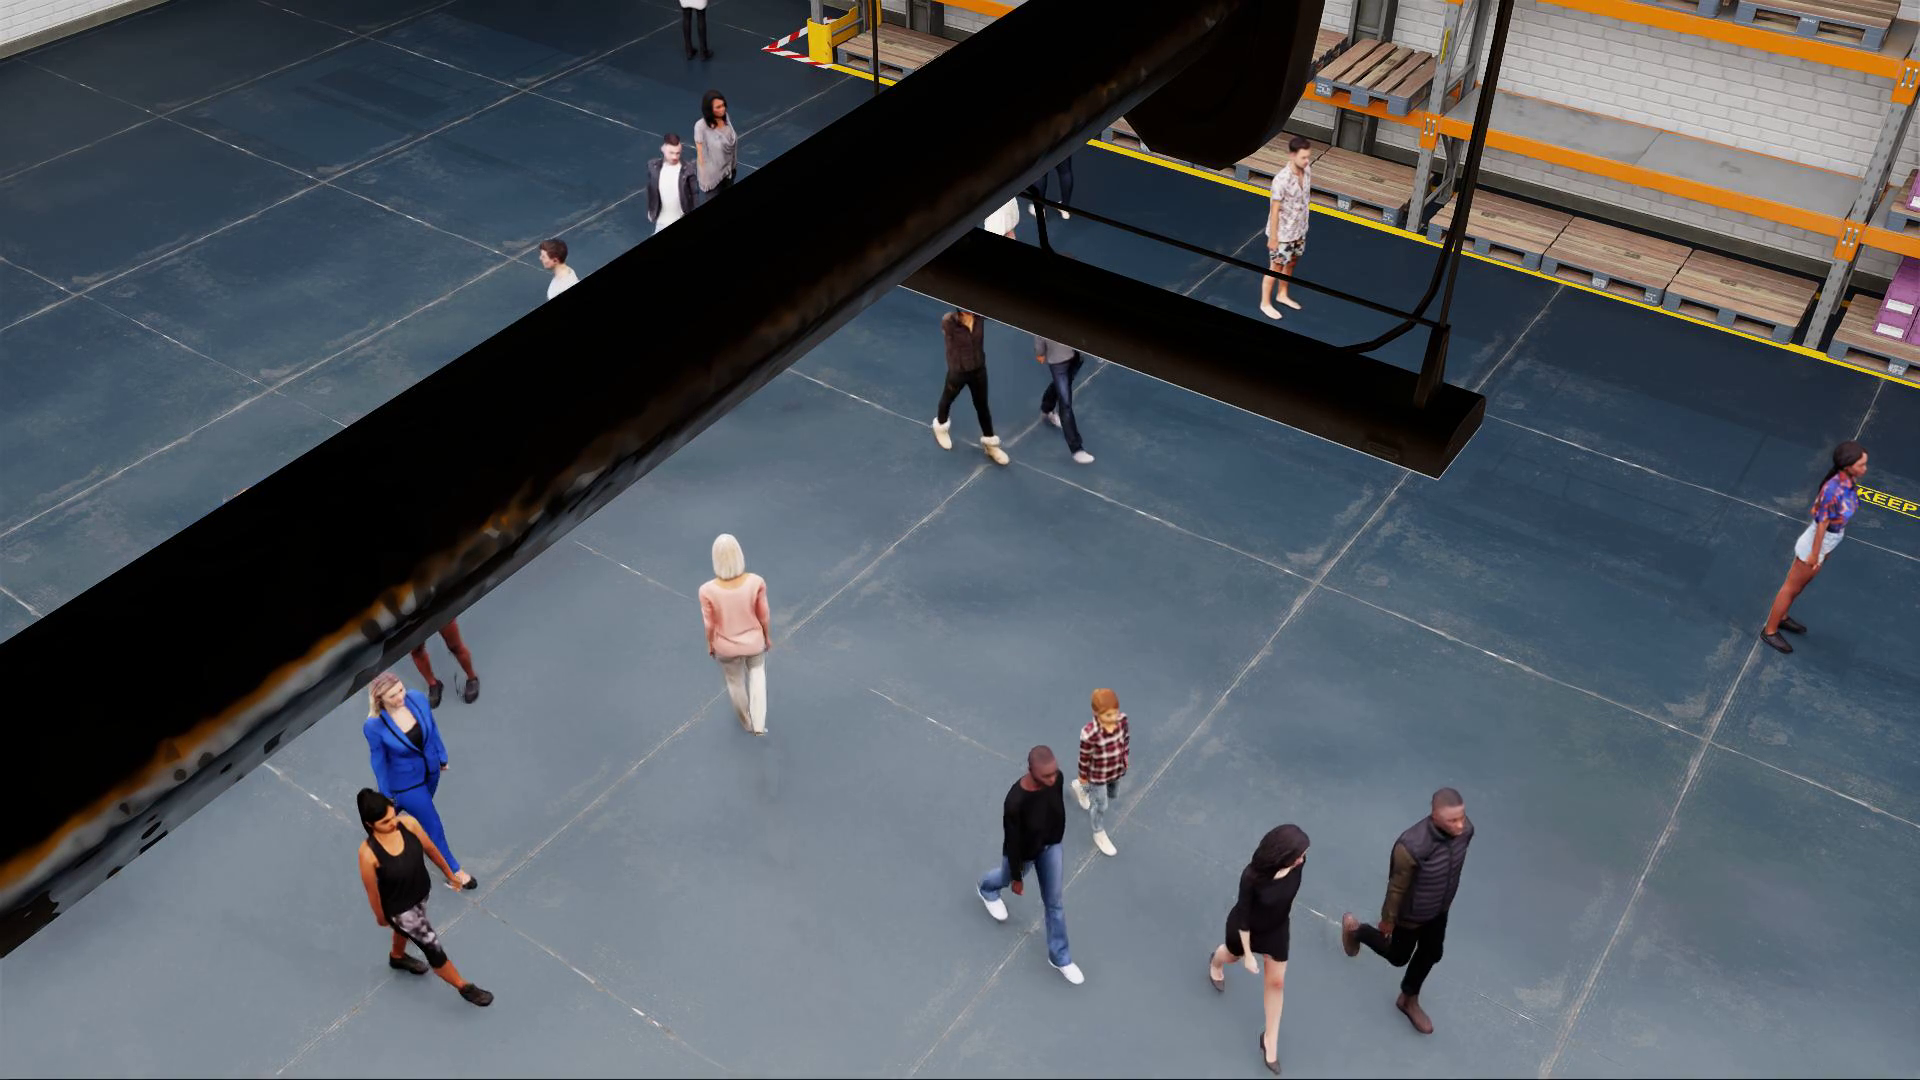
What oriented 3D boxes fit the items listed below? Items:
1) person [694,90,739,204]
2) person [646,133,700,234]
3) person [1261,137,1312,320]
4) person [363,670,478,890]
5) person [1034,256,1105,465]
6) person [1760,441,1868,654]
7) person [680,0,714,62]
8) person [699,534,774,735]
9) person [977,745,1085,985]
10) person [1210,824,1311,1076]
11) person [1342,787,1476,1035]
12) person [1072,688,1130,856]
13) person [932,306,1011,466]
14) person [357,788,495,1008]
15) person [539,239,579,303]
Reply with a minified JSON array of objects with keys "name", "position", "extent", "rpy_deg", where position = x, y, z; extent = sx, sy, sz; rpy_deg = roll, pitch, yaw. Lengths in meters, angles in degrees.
[{"name":"person","position":[-2.479,-3.839,16.954],"extent":[0.650,1.605,0.622],"rpy_deg":[25,45,28]},{"name":"person","position":[-2.747,-3.072,15.835],"extent":[0.776,1.804,0.850],"rpy_deg":[2,39,3]},{"name":"person","position":[3.081,-2.977,15.709],"extent":[0.713,1.811,0.641],"rpy_deg":[-31,48,-33]},{"name":"person","position":[-3.454,1.424,10.312],"extent":[1.109,1.669,0.667],"rpy_deg":[21,43,24]},{"name":"person","position":[0.854,-1.605,13.998],"extent":[1.045,1.803,1.332],"rpy_deg":[-21,43,-24]},{"name":"person","position":[6.185,0.023,12.009],"extent":[0.550,1.741,0.610],"rpy_deg":[29,47,32]},{"name":"person","position":[-3.321,-6.836,20.549],"extent":[0.653,1.802,0.764],"rpy_deg":[7,39,9]},{"name":"person","position":[-1.471,0.716,11.160],"extent":[0.816,1.717,0.887],"rpy_deg":[-10,40,-13]},{"name":"person","position":[0.356,1.787,9.831],"extent":[0.854,1.703,1.242],"rpy_deg":[-25,45,-28]},{"name":"person","position":[1.626,2.139,9.345],"extent":[0.966,1.758,1.101],"rpy_deg":[-12,40,-15]},{"name":"person","position":[2.562,2.010,9.460],"extent":[0.969,1.817,1.135],"rpy_deg":[-19,42,-22]},{"name":"person","position":[0.885,1.405,10.636],"extent":[0.678,1.295,0.838],"rpy_deg":[-23,44,-26]},{"name":"person","position":[0.122,-1.343,13.791],"extent":[0.799,1.650,1.058],"rpy_deg":[-28,46,-30]},{"name":"person","position":[-3.262,2.017,9.603],"extent":[1.090,1.628,0.756],"rpy_deg":[14,41,16]},{"name":"person","position":[-3.206,-1.710,14.104],"extent":[0.963,1.834,0.914],"rpy_deg":[-8,39,-10]}]
